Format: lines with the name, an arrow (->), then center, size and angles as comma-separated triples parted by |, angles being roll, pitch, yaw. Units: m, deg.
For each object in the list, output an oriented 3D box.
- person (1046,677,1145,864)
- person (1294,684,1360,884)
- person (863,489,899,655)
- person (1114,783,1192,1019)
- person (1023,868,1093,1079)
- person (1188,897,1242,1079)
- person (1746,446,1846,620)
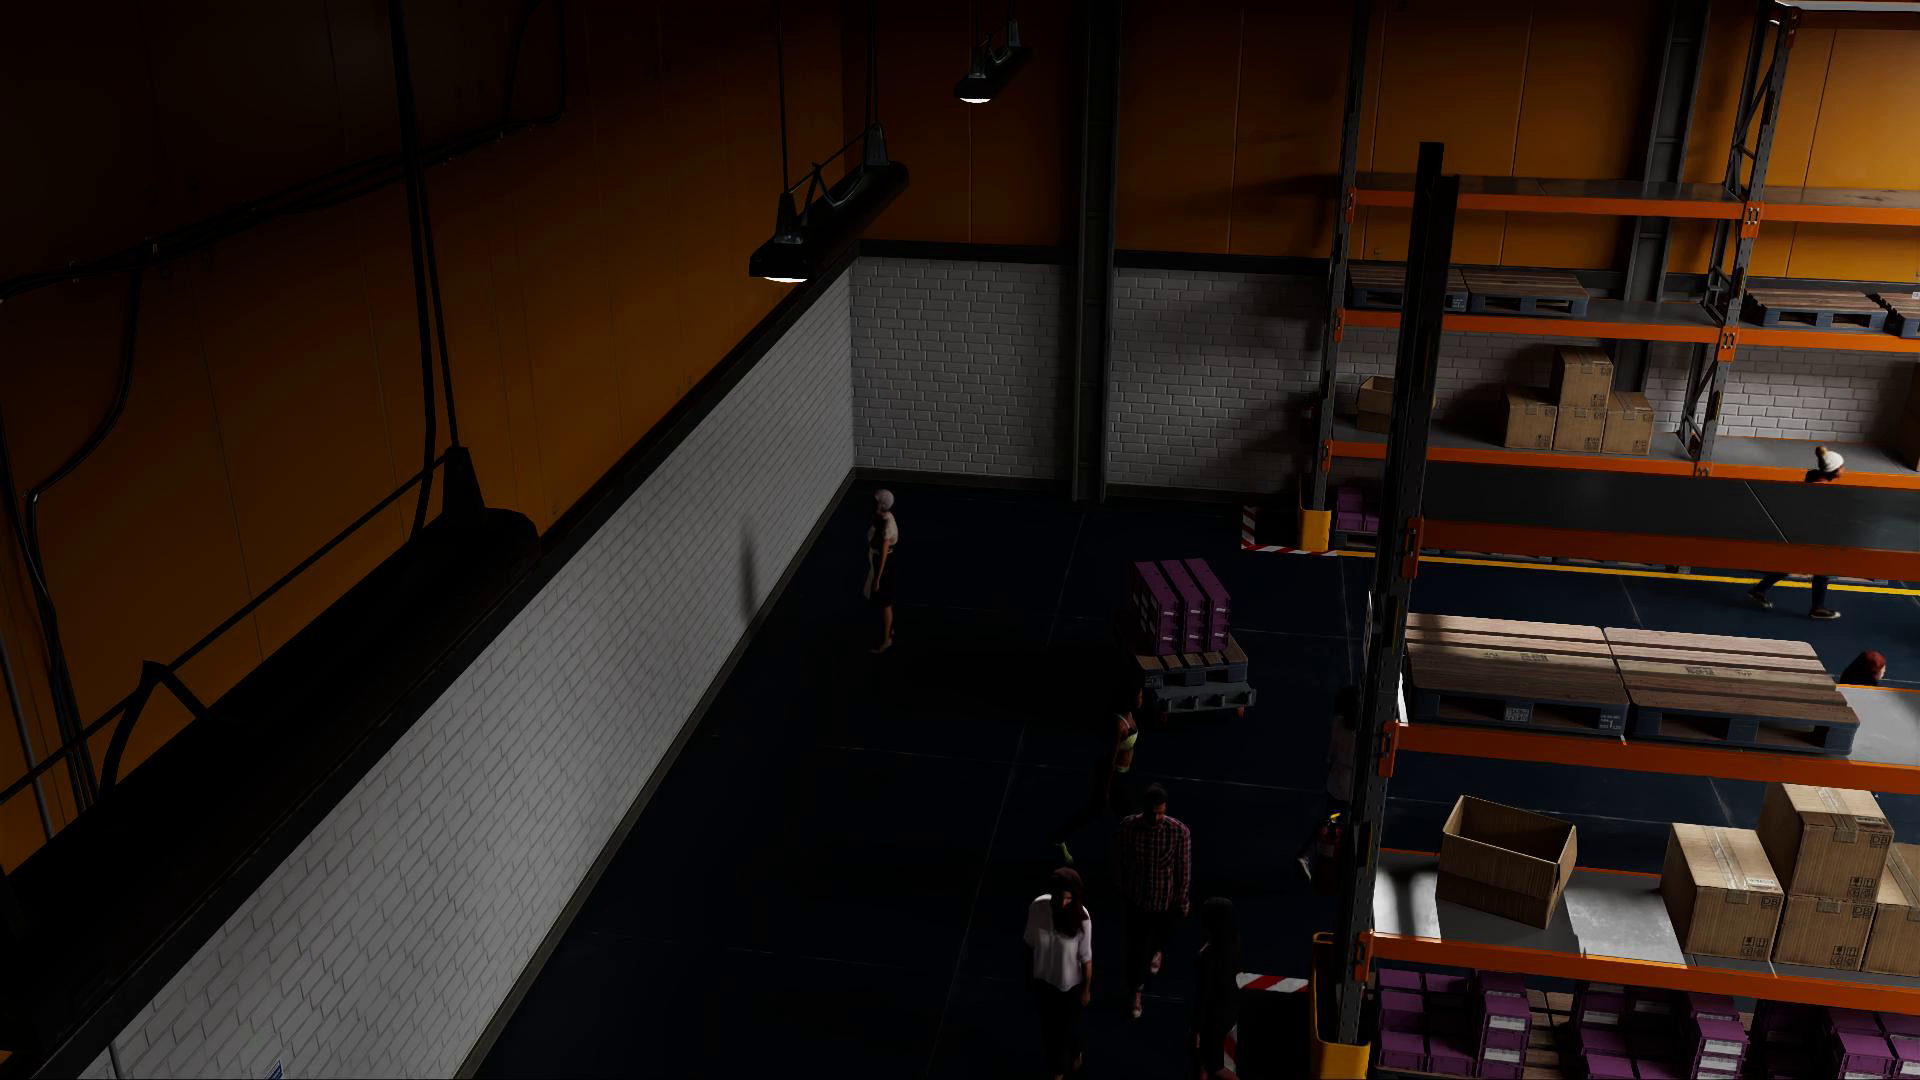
person -> 1.068, 1.841, 12.857 | 1.133, 1.712, 0.598 | 5, 24, 12
person -> 2.927, 1.909, 12.733 | 1.050, 1.686, 1.003 | -17, 29, -33
person -> -0.687, 0.302, 16.330 | 0.676, 1.749, 0.733 | -2, 24, -4
person -> 1.335, 2.409, 11.521 | 0.866, 1.742, 0.755 | 6, 24, 13
person -> 0.667, 2.780, 10.632 | 0.697, 1.772, 0.778 | 12, 26, 25
person -> 1.649, 2.976, 10.272 | 1.069, 1.701, 0.811 | 15, 28, 30
person -> 8.636, -0.072, 17.055 | 1.120, 1.854, 0.708 | 5, 24, 10
